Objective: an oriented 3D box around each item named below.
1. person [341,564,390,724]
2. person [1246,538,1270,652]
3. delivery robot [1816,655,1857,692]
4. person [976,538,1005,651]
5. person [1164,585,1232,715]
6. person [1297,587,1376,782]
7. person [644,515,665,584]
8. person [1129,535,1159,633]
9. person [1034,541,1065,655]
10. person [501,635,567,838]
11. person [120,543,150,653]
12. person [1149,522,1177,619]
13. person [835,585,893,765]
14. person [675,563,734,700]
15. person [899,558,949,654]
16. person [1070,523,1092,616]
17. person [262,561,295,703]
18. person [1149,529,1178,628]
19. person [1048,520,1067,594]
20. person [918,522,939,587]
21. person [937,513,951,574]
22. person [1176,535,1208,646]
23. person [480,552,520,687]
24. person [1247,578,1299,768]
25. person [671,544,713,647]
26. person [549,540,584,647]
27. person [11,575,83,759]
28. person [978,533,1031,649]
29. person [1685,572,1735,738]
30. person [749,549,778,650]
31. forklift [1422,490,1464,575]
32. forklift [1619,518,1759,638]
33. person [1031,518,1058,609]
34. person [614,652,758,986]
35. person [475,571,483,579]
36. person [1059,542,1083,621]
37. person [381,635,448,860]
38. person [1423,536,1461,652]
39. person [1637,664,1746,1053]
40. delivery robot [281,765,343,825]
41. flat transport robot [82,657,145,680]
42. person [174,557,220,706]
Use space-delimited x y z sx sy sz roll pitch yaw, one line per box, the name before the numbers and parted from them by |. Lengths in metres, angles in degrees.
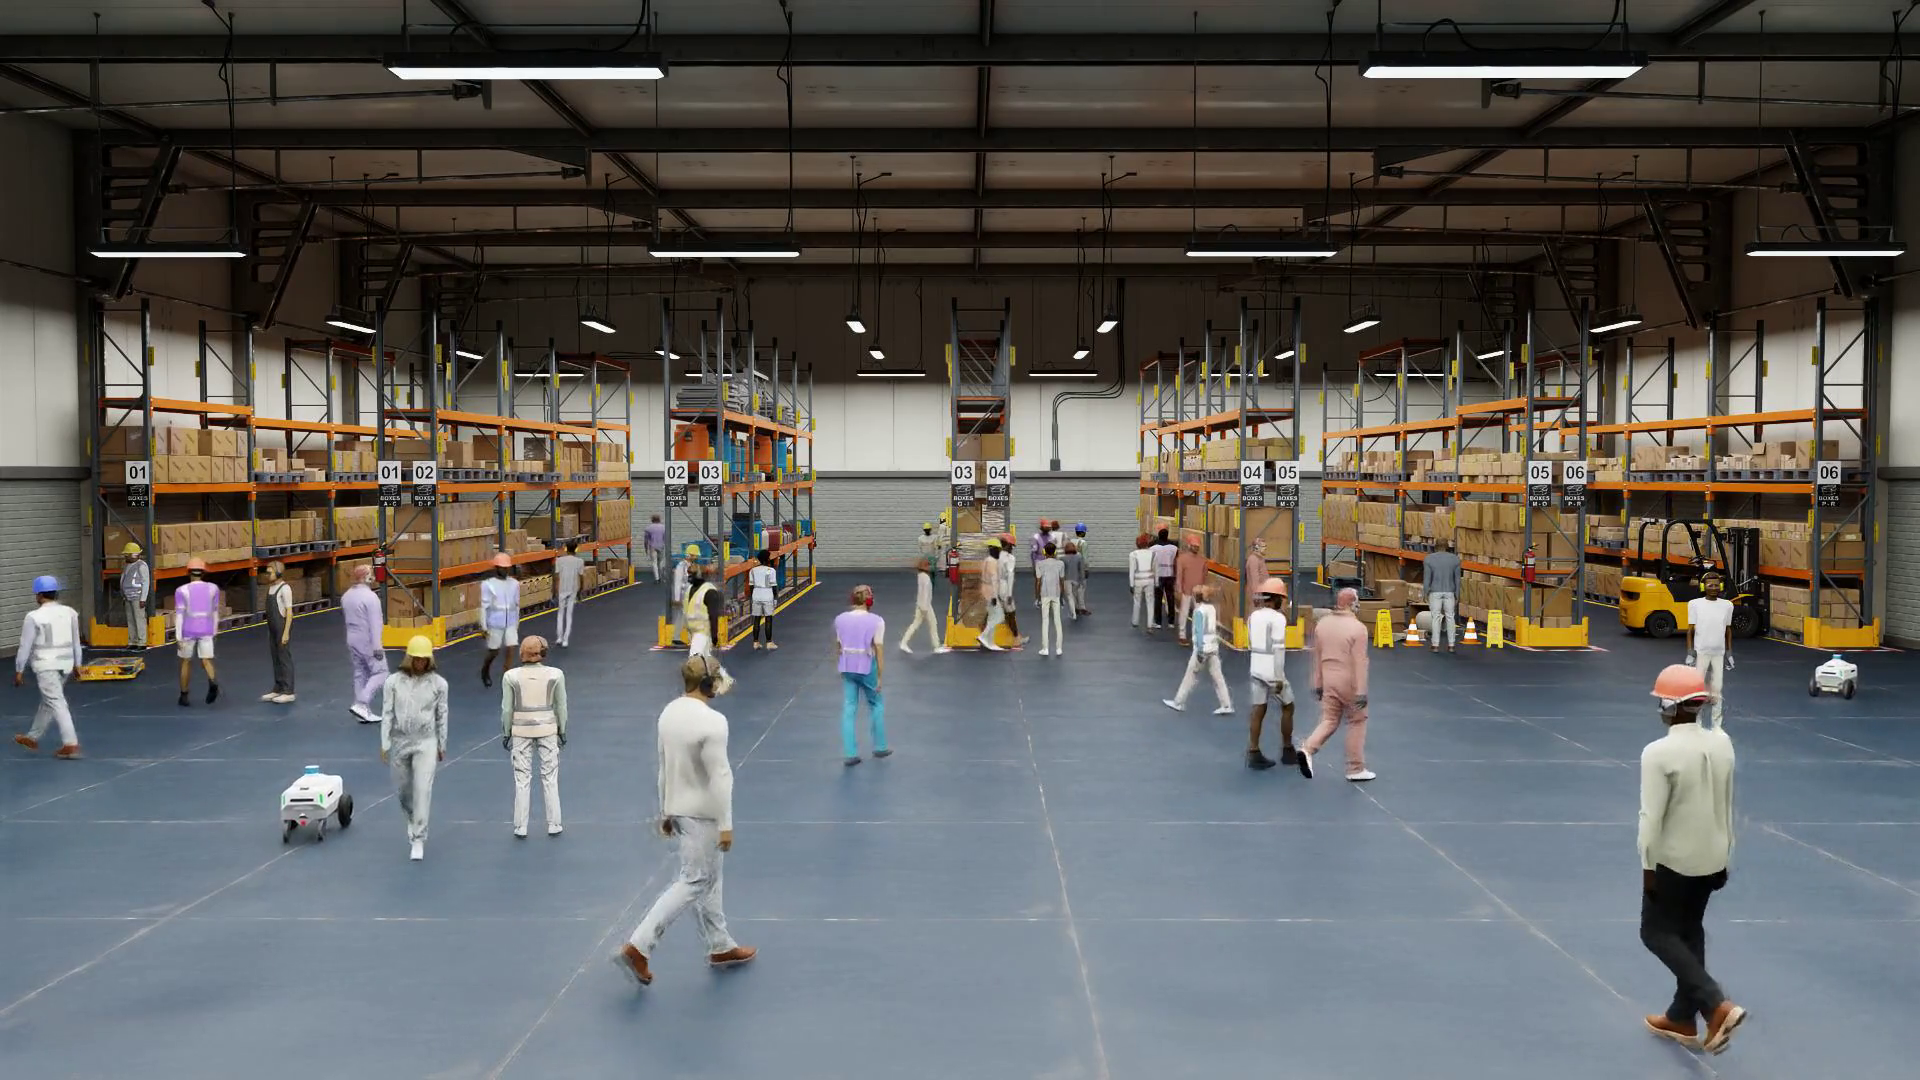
person | -7.014 1.232 19.064 0.670 1.898 0.420 2 3 39
person | 4.983 0.918 26.959 0.403 1.906 0.652 0 2 12
delivery robot | 11.685 1.774 21.523 0.477 0.478 0.707 2 3 44
person | 0.554 0.916 27.052 0.412 1.895 0.629 0 2 -6
person | 2.972 1.352 19.918 0.875 1.590 0.541 2 3 36
person | 3.631 1.391 15.503 0.787 1.877 0.646 -2 3 -33
person | -8.325 0.247 44.253 0.628 1.877 1.065 -1 2 -20
person | 3.455 0.821 30.435 0.612 1.818 1.034 0 2 -10
person | 1.471 0.952 26.528 0.519 1.873 0.335 0 2 -8
person | -3.467 1.598 13.163 0.522 1.636 0.311 -1 2 -15
person | -13.776 0.956 26.917 0.602 1.828 0.404 1 3 33
person | 4.199 0.623 33.469 0.619 1.999 0.414 0 2 1
person | -0.979 1.373 16.667 0.570 1.816 0.823 1 2 20
person | -3.355 1.197 21.268 0.904 1.810 0.624 -2 3 -38
person | -0.620 1.083 26.672 0.839 1.597 0.511 -1 2 -19
person | 2.532 0.612 34.118 0.392 1.946 0.616 -1 3 -30
person | -8.857 1.185 20.991 0.516 1.842 0.328 2 3 44
person | 3.941 0.740 31.259 0.587 1.920 0.390 0 2 -3
person | 2.385 0.431 39.974 0.573 1.849 0.958 0 2 -7
person | -0.824 0.408 41.664 0.544 1.750 0.415 0 2 4
person | -0.500 0.094 48.588 0.404 1.832 0.600 1 3 25
person | 3.981 0.878 27.634 0.657 1.942 1.038 -1 2 -15
person | -6.242 1.116 21.875 0.549 1.918 0.758 -2 3 -38
person | 3.194 1.341 16.321 0.796 1.898 0.566 -1 3 -29
person | -4.556 0.963 27.485 0.946 1.769 0.609 1 2 23
person | -6.802 0.919 27.911 0.597 1.823 0.797 -1 2 -15
person | -9.573 1.321 16.874 0.984 1.891 0.638 1 2 16
person | 0.710 0.873 27.378 1.090 1.967 0.688 -2 3 -42
person | 8.426 1.286 18.132 0.524 1.871 0.325 0 2 6
person | -3.311 1.008 27.267 0.540 1.697 0.316 1 3 26
forklift | 13.926 -0.371 47.846 1.873 2.768 1.129 0 2 0
forklift | 13.417 0.684 29.791 2.313 2.155 1.214 0 2 0
person | 1.884 0.510 36.112 0.604 2.004 1.041 0 2 -4
person | -1.610 1.615 9.439 0.907 1.916 0.644 -2 3 -37
person | -11.494 0.458 38.518 0.629 1.916 1.019 0 2 11
person | 2.266 0.838 32.797 0.506 1.593 0.809 -1 2 -13
person | -4.263 1.579 12.662 0.493 1.711 0.736 0 2 -12
person | 8.041 0.903 26.967 0.629 1.937 0.379 0 2 4
person | 3.750 1.630 8.233 0.620 1.978 0.637 -1 2 -22
delivery robot | -5.326 2.101 13.283 0.477 0.478 0.707 0 2 -8
flat transport robot | -12.392 1.875 23.653 0.652 0.197 1.431 -1 2 -21
person | -9.715 1.170 20.612 0.552 1.909 0.728 -2 3 -37
